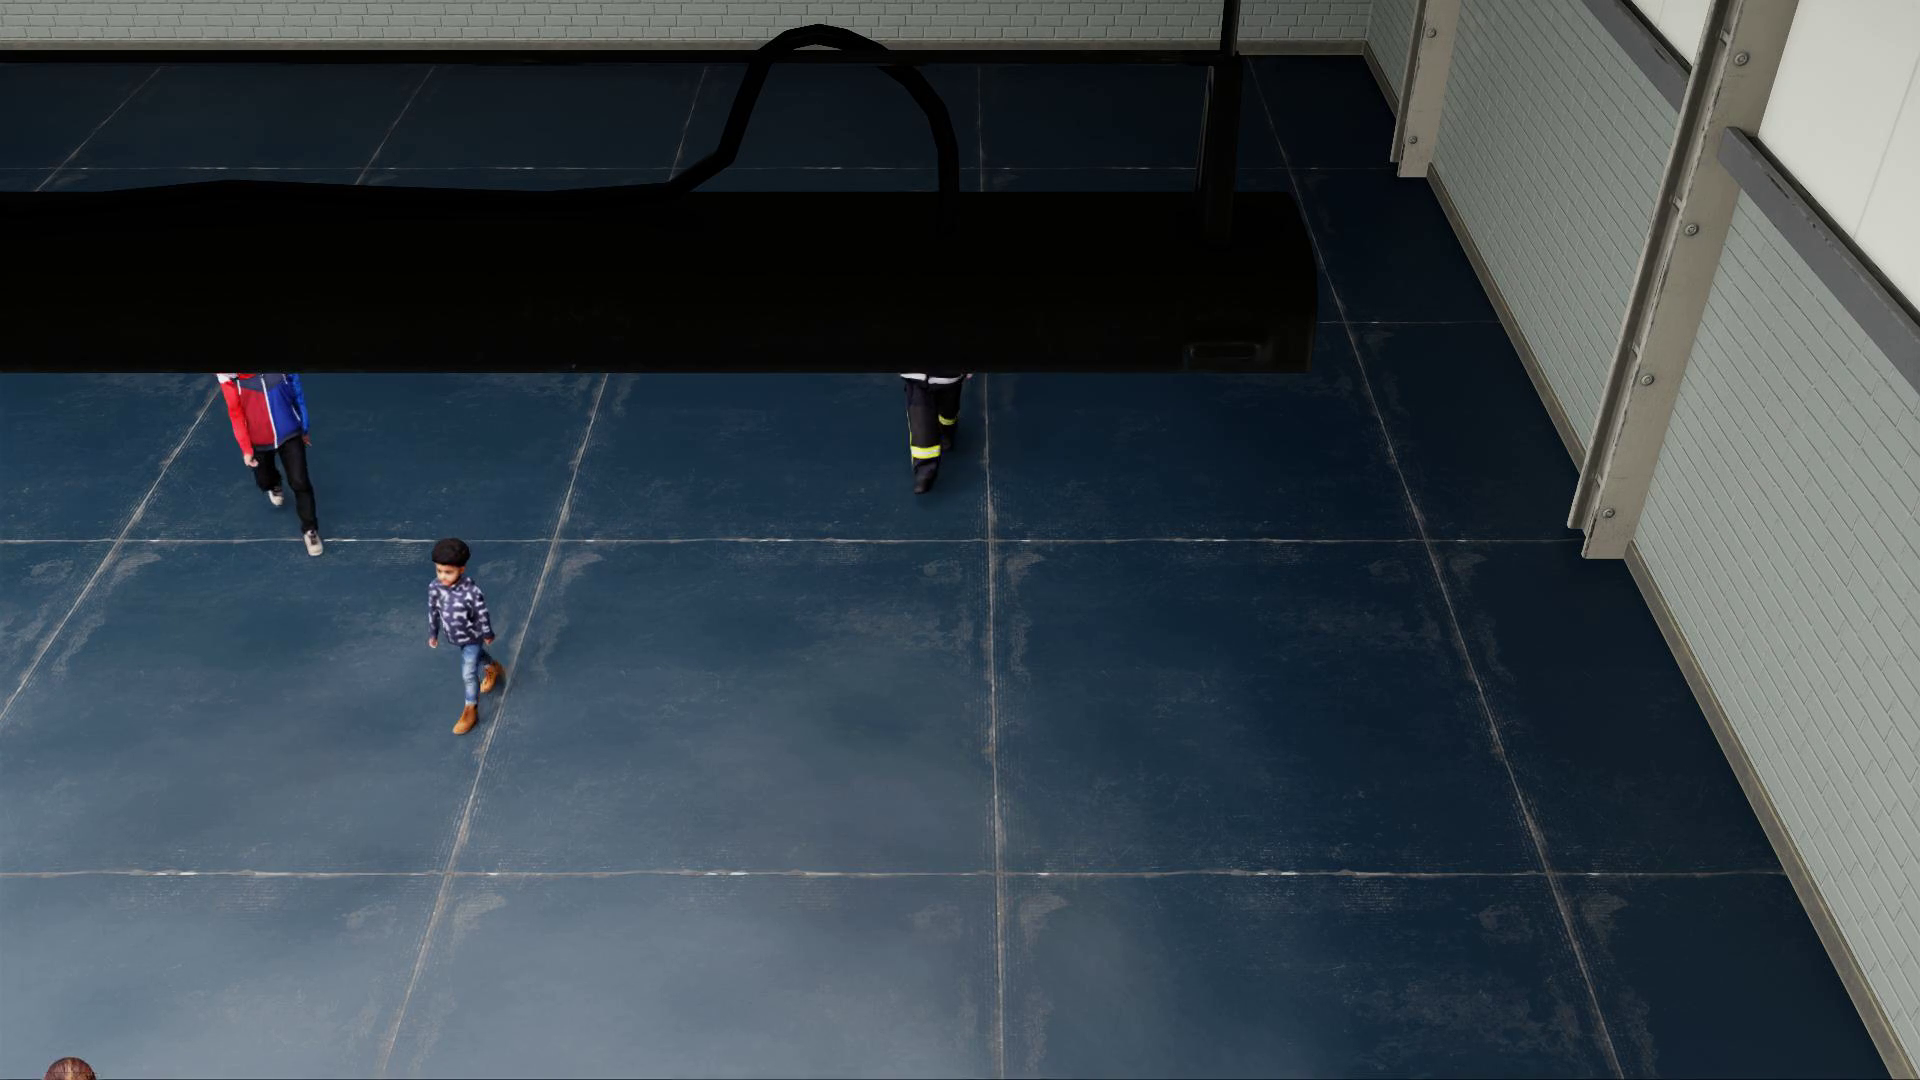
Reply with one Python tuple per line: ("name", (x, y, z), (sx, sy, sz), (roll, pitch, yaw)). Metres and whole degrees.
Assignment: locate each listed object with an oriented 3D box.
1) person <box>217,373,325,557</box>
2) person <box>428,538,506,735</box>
("person", (-4.563, -0.755, 11.001), (0.933, 1.740, 1.122), (-18, 41, -22))
("person", (-2.898, 0.482, 9.797), (0.691, 1.226, 0.901), (13, 39, 17))
